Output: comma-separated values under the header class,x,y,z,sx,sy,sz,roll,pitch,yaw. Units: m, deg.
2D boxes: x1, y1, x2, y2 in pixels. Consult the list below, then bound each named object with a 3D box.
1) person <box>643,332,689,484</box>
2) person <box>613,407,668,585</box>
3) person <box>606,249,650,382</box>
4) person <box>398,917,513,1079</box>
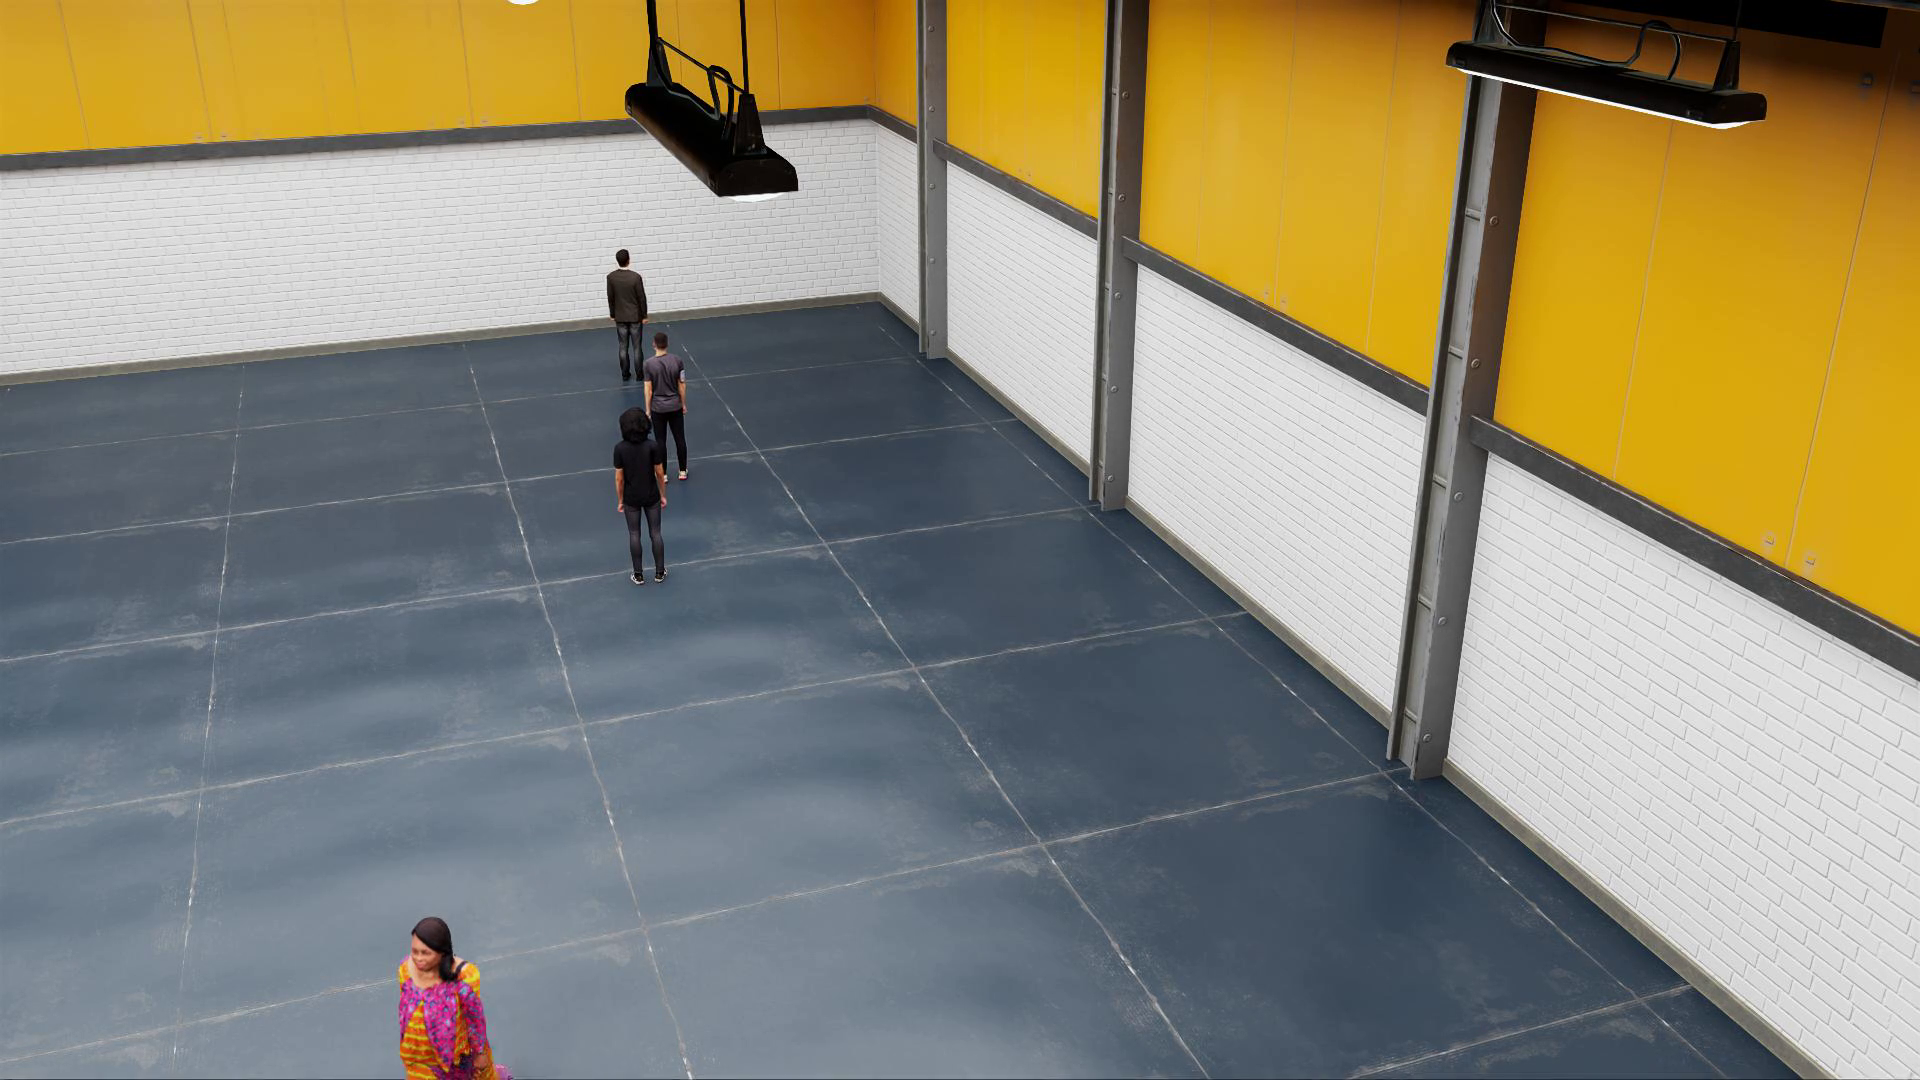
class,x,y,z,sx,sy,sz,roll,pitch,yaw
person,-3.377,-1.523,19.081,0.651,1.763,0.543,-10,26,-22
person,-3.172,-0.444,16.524,0.667,1.834,0.552,-5,24,-11
person,-4.493,-3.052,22.526,0.757,1.805,0.712,3,24,6
person,-2.852,2.785,9.341,0.979,1.670,1.191,3,24,7
